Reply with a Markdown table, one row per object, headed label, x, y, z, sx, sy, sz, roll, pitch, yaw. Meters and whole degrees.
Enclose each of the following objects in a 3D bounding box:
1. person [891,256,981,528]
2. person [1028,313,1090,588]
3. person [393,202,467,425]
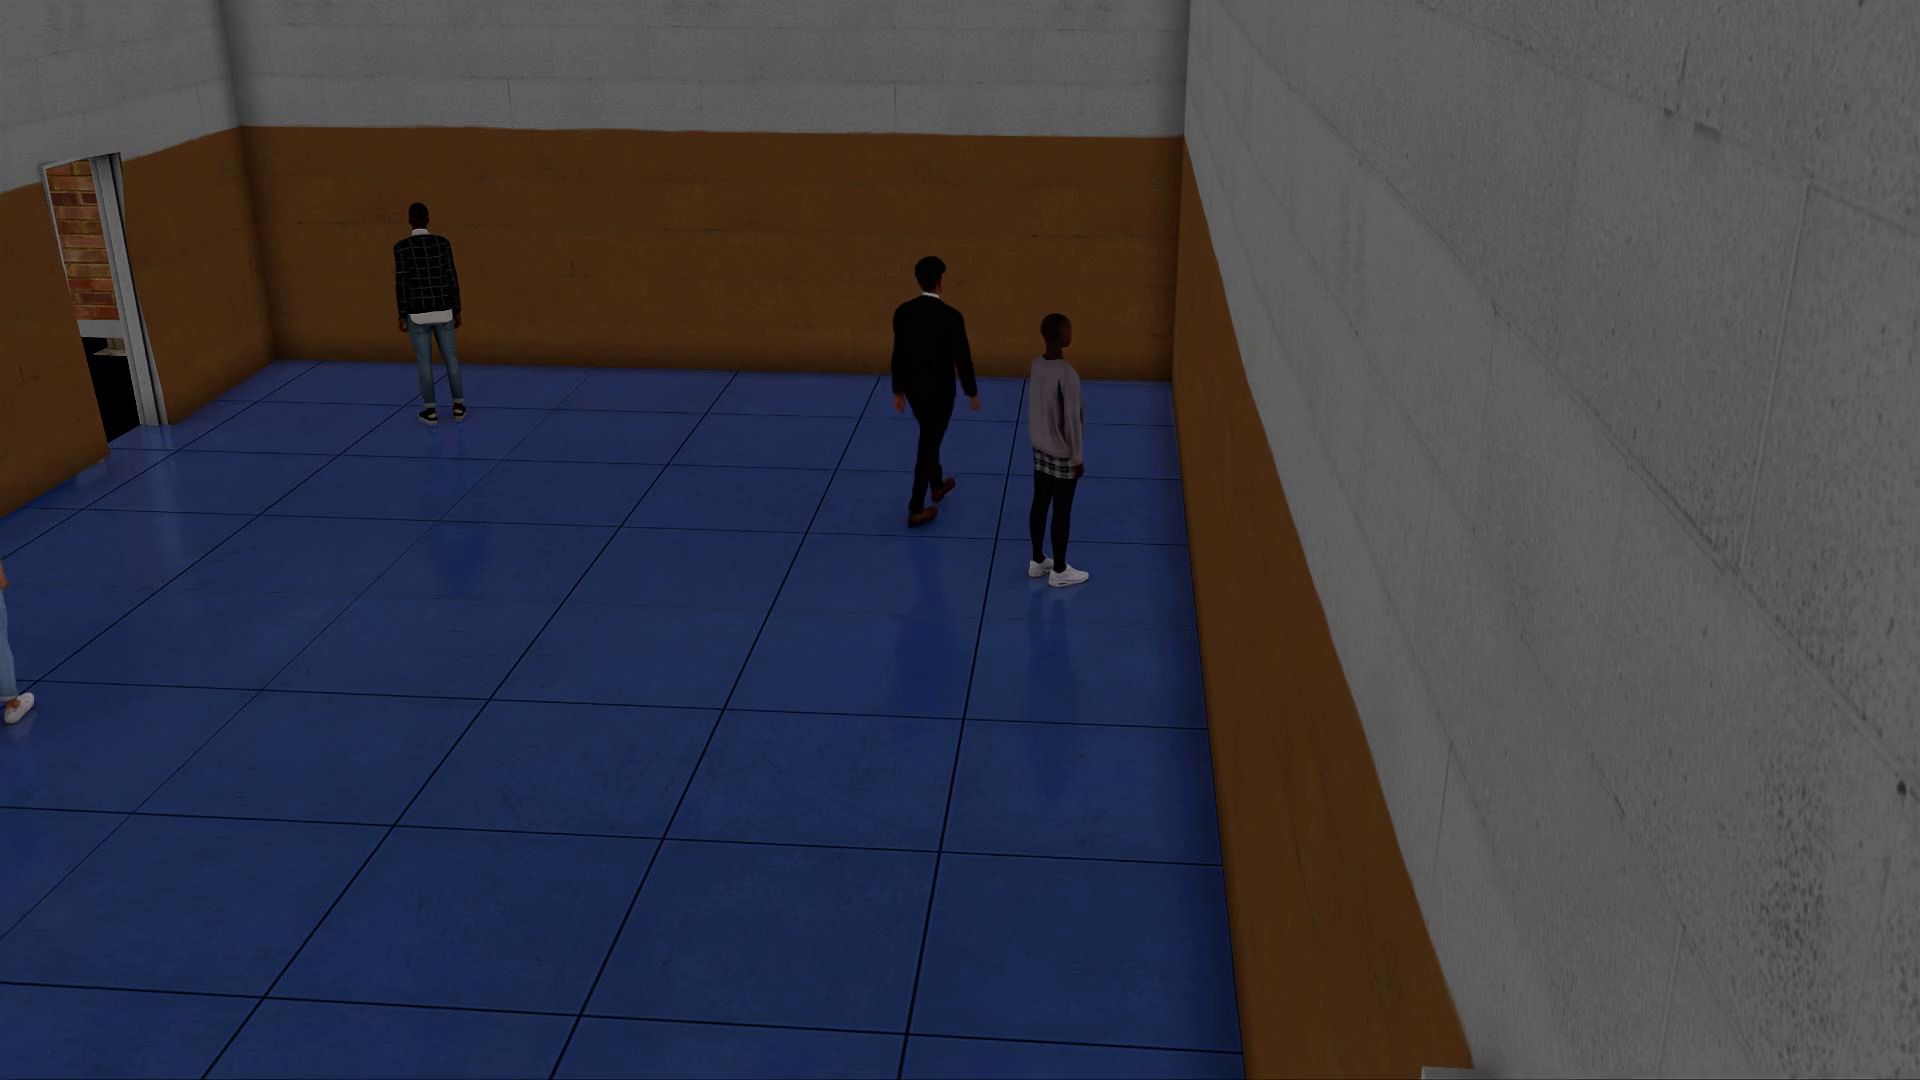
| label | x | y | z | sx | sy | sz | roll | pitch | yaw |
| --- | --- | --- | --- | --- | --- | --- | --- | --- | --- |
| person | -0.263 | -0.994 | 11.537 | 1.090 | 1.848 | 1.076 | 15 | 26 | 33 |
| person | 0.593 | -0.578 | 10.603 | 0.734 | 1.771 | 0.696 | -14 | 26 | -31 |
| person | -4.398 | -1.885 | 13.791 | 0.701 | 1.820 | 0.811 | -12 | 25 | -28 |
